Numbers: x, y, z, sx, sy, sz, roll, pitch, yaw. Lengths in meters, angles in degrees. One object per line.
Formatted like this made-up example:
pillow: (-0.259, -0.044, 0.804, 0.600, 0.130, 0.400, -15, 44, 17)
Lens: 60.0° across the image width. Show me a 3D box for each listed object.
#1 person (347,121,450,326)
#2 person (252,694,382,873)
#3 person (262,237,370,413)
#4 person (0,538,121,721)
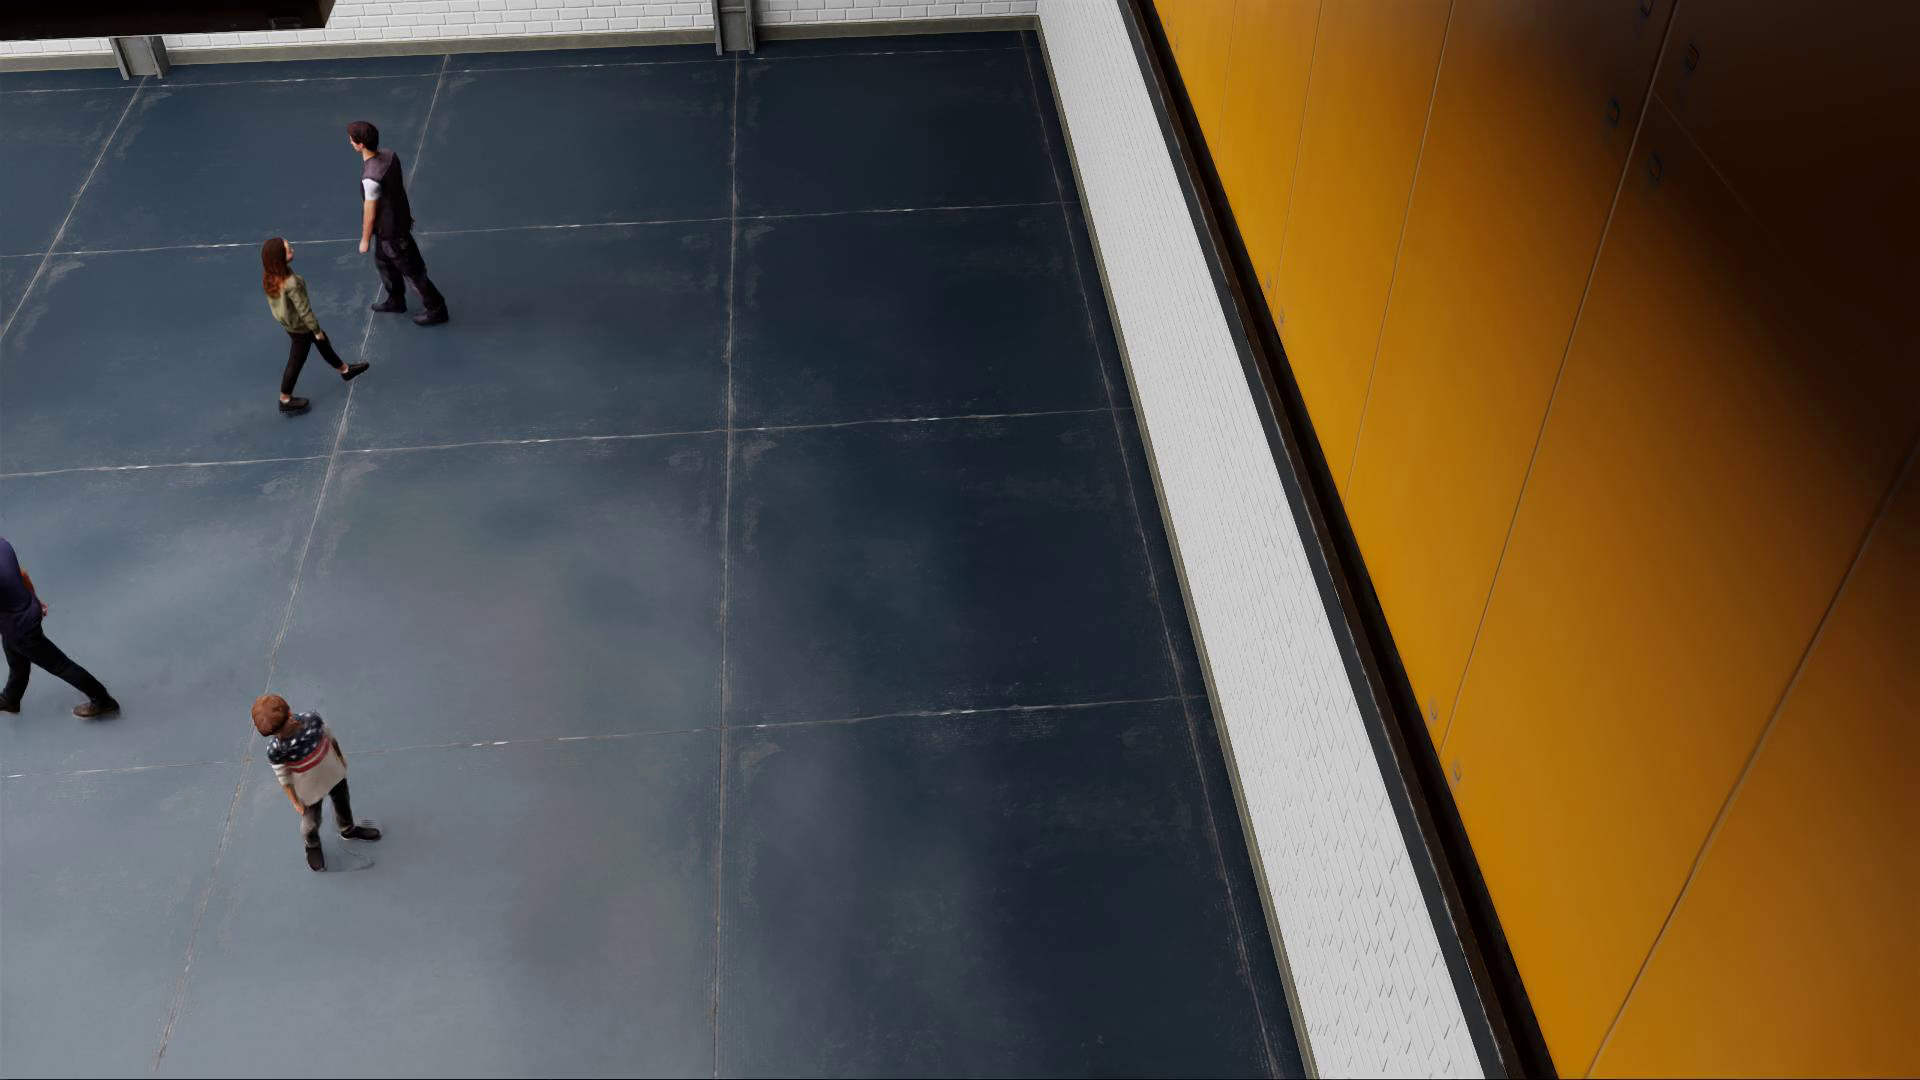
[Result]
person: (-4.423, -2.488, 13.273, 0.855, 1.824, 0.626, -4, 44, -4)
person: (-3.689, 1.323, 9.562, 0.726, 1.425, 0.687, 11, 45, 12)
person: (-5.086, -1.606, 12.629, 1.099, 1.435, 0.941, -29, 51, -27)
person: (-5.663, 0.505, 10.185, 1.114, 1.750, 0.774, -11, 45, -11)
